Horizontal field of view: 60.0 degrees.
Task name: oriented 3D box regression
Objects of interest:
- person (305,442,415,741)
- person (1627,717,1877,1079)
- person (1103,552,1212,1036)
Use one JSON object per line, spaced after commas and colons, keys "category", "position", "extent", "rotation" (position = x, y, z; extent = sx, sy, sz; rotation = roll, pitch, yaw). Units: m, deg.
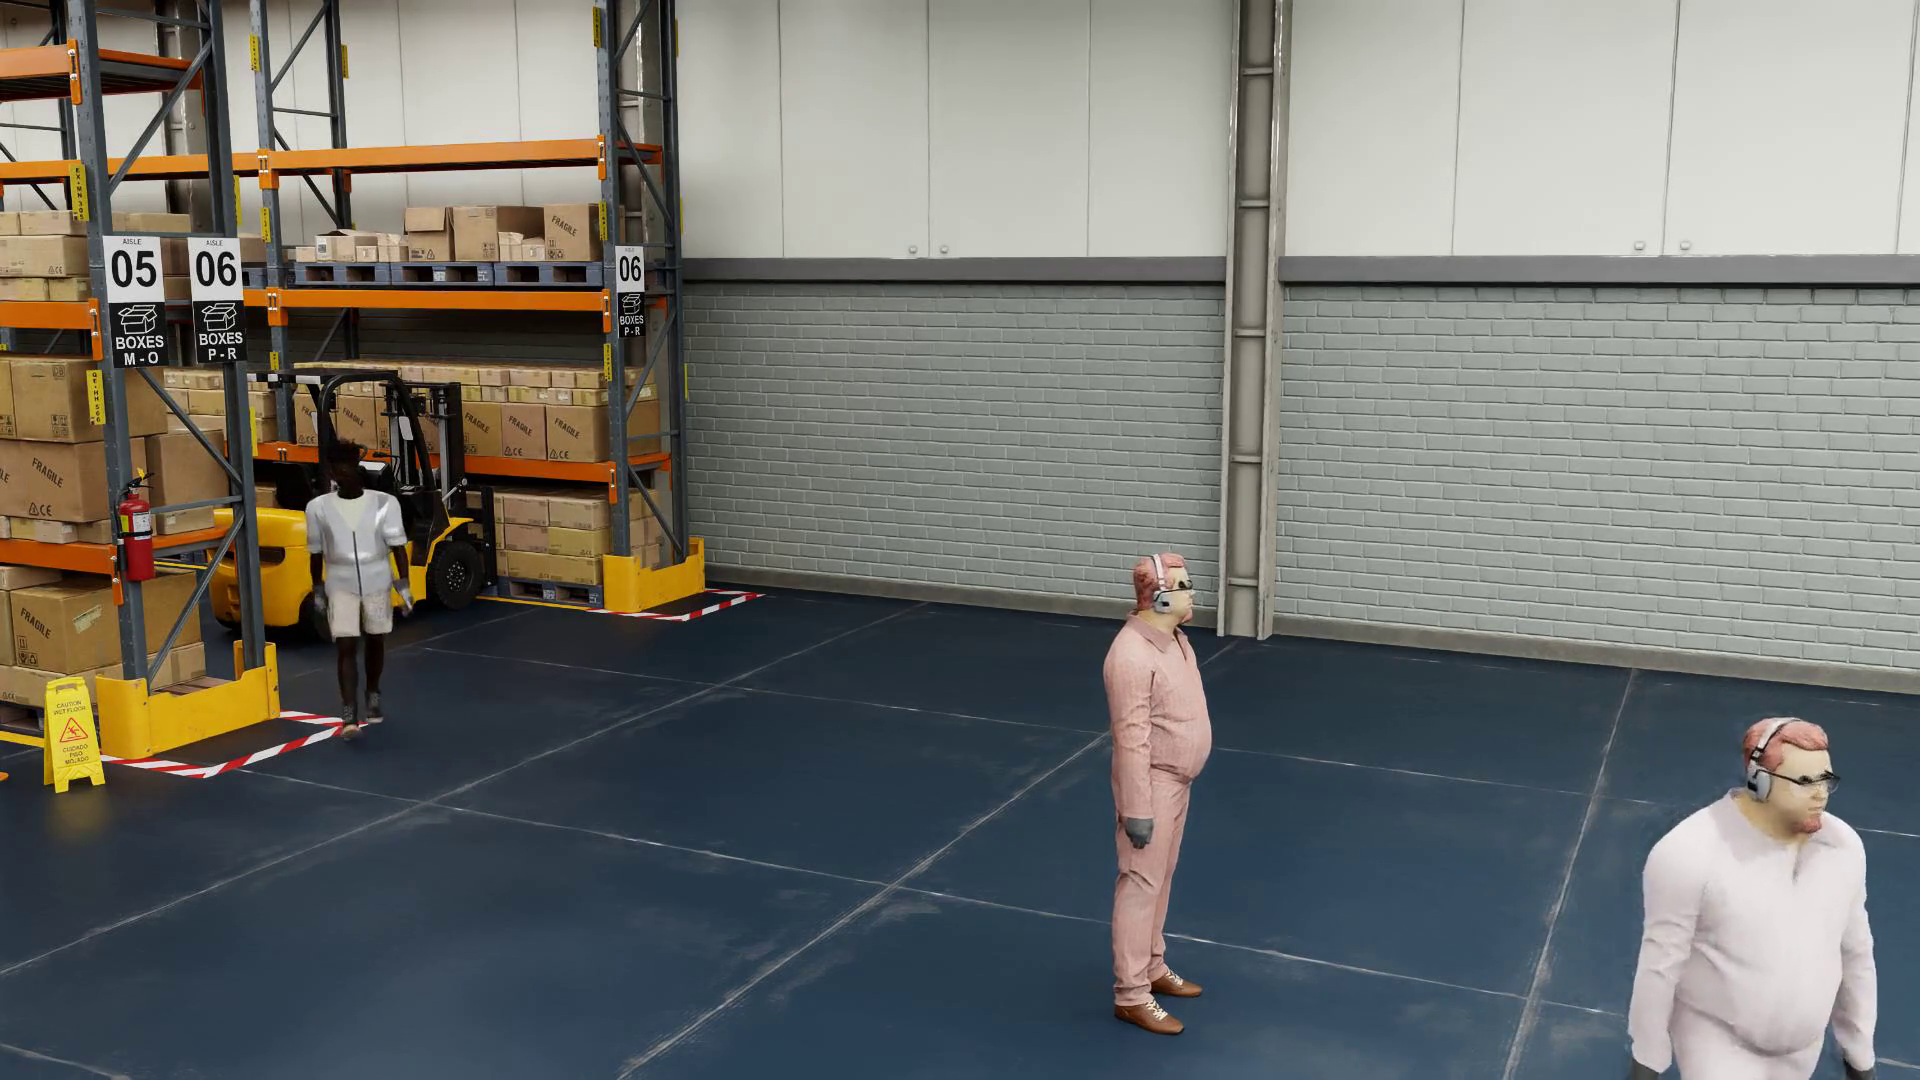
{"category": "person", "position": [-3.890, 0.322, 10.805], "extent": [0.637, 1.912, 0.974], "rotation": [-3, 10, -20]}
{"category": "person", "position": [2.185, 1.366, 4.634], "extent": [0.659, 1.859, 1.012], "rotation": [-3, 10, -15]}
{"category": "person", "position": [0.805, 0.998, 6.706], "extent": [0.409, 1.912, 0.649], "rotation": [3, 10, 20]}
